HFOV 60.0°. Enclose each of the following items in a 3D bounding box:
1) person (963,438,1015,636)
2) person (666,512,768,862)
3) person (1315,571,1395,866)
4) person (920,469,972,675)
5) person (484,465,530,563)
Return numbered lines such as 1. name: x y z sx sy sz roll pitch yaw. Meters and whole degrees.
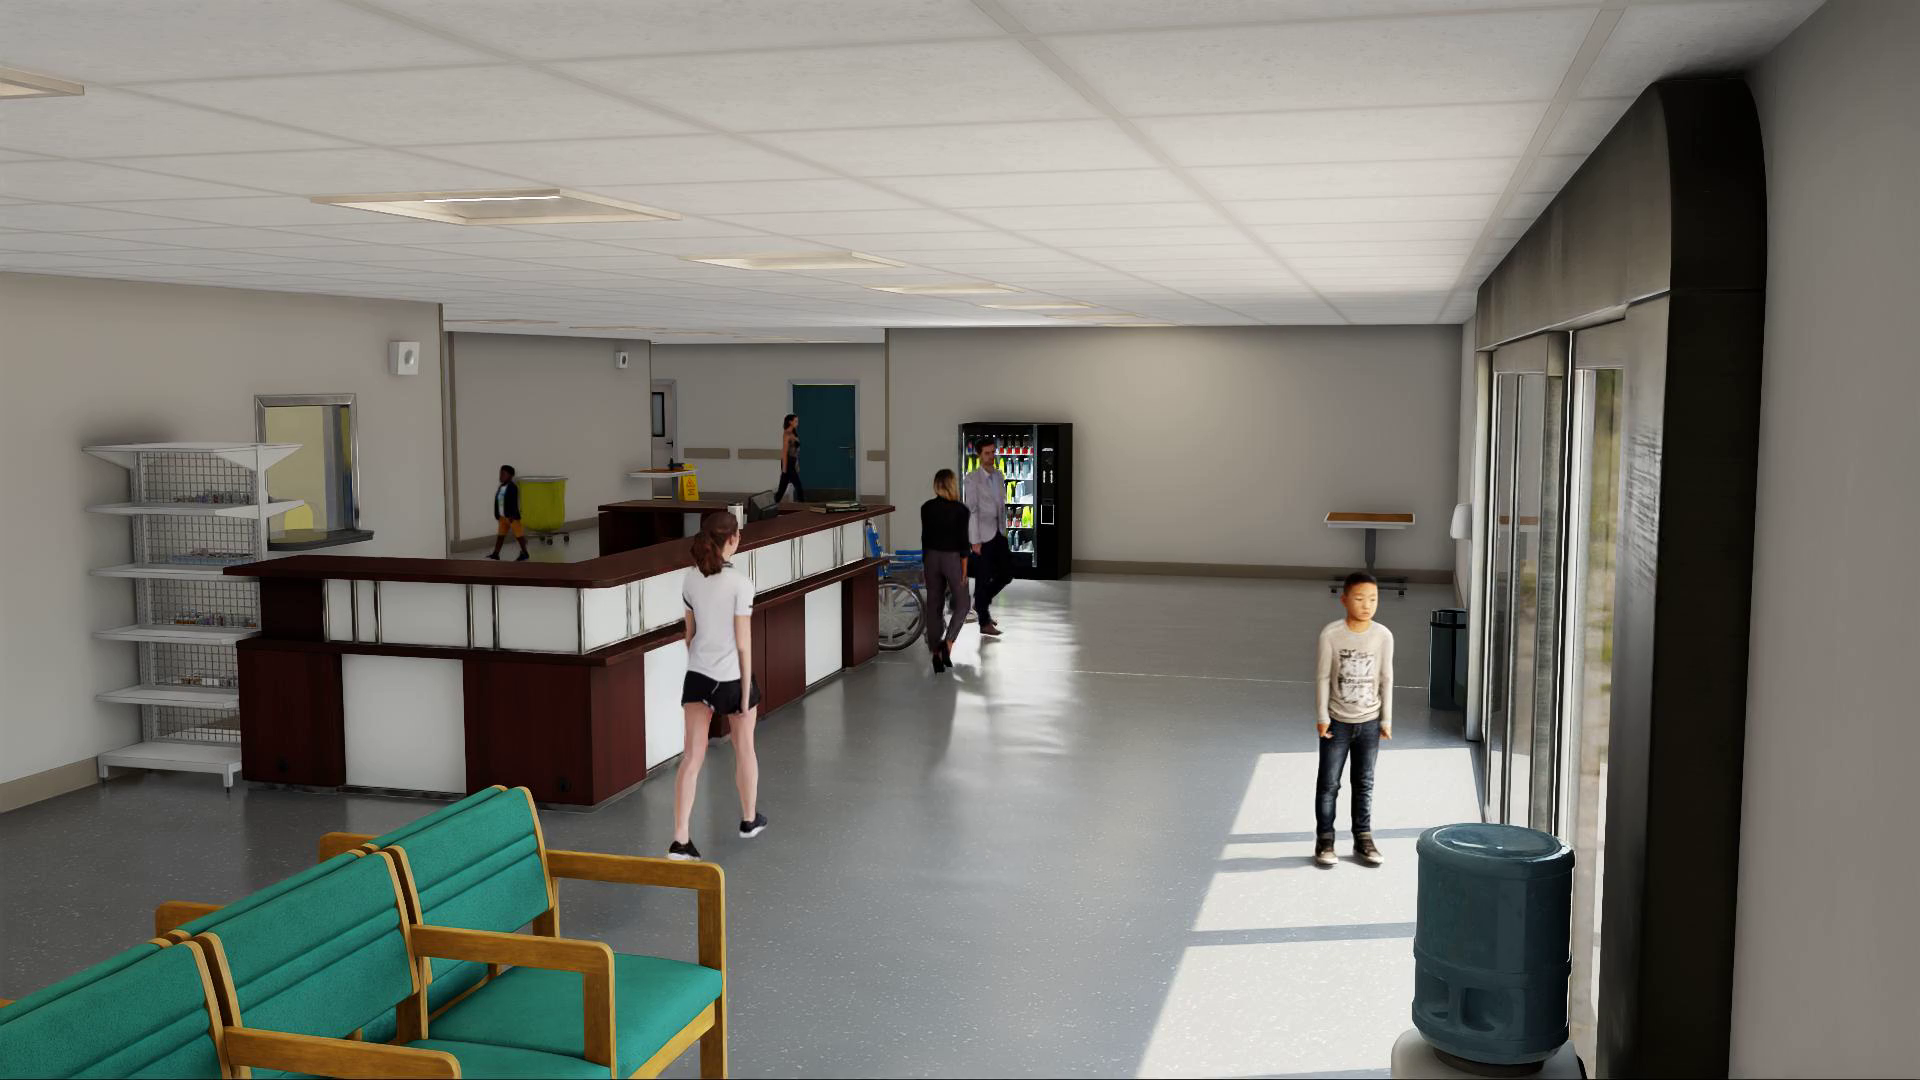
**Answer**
1. person: 0.189 -0.028 15.464 0.846 1.827 0.900 -5 8 -41
2. person: -1.247 0.761 8.222 1.081 1.706 0.658 1 6 13
3. person: 1.943 0.881 8.271 0.518 1.458 0.652 0 6 -4
4. person: -0.157 0.270 13.341 0.597 1.660 0.681 2 6 19
5. person: -5.698 -0.316 21.252 0.863 1.241 0.725 3 7 31
